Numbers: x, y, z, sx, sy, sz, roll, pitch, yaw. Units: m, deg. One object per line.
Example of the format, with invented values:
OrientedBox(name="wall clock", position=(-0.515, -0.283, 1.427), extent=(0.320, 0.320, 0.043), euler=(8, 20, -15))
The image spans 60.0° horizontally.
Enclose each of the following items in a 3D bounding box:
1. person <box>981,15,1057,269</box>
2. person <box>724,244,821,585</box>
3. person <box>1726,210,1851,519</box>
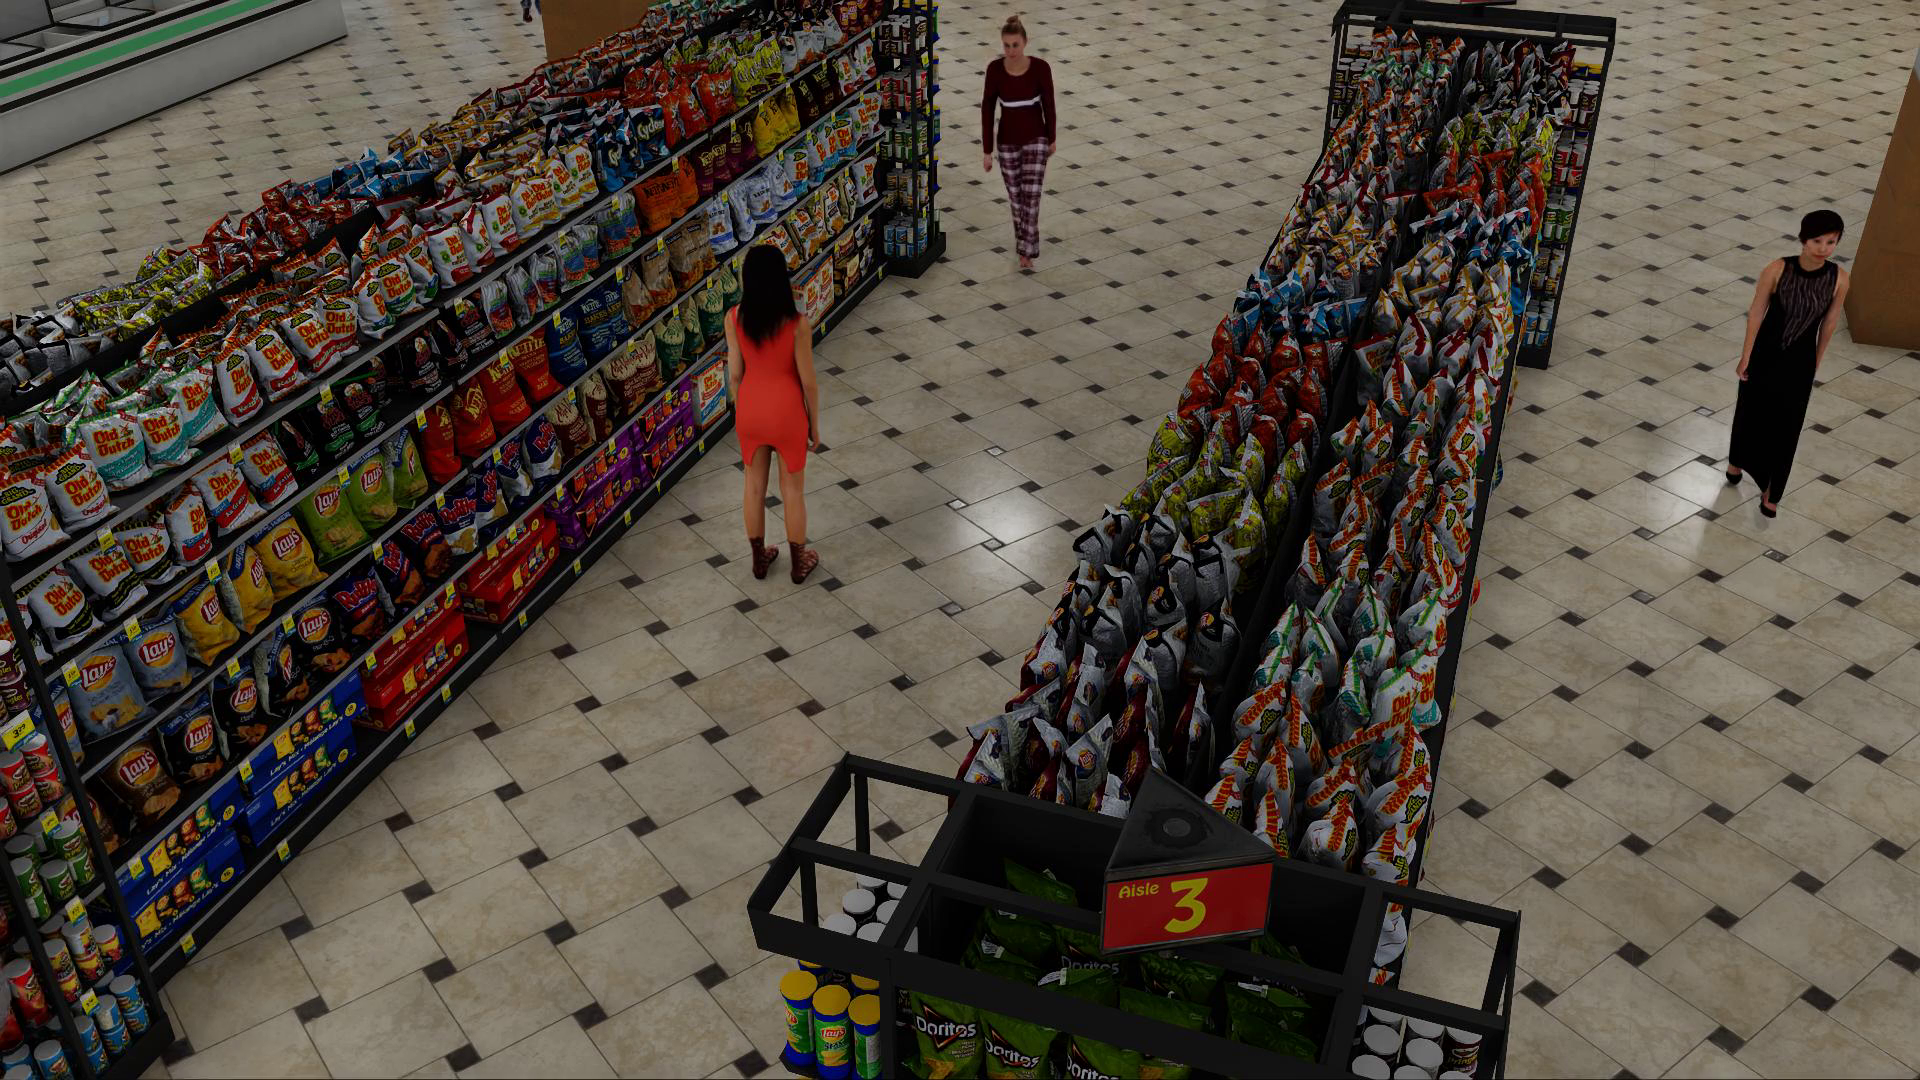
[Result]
OrientedBox(name="person", position=(0.433, -2.746, 11.357), extent=(0.747, 1.675, 0.903), euler=(3, 32, 6))
OrientedBox(name="person", position=(-0.886, -0.568, 7.818), extent=(0.609, 1.717, 0.579), euler=(4, 32, 7))
OrientedBox(name="person", position=(4.223, -0.966, 8.592), extent=(0.578, 1.574, 0.878), euler=(11, 34, 17))
